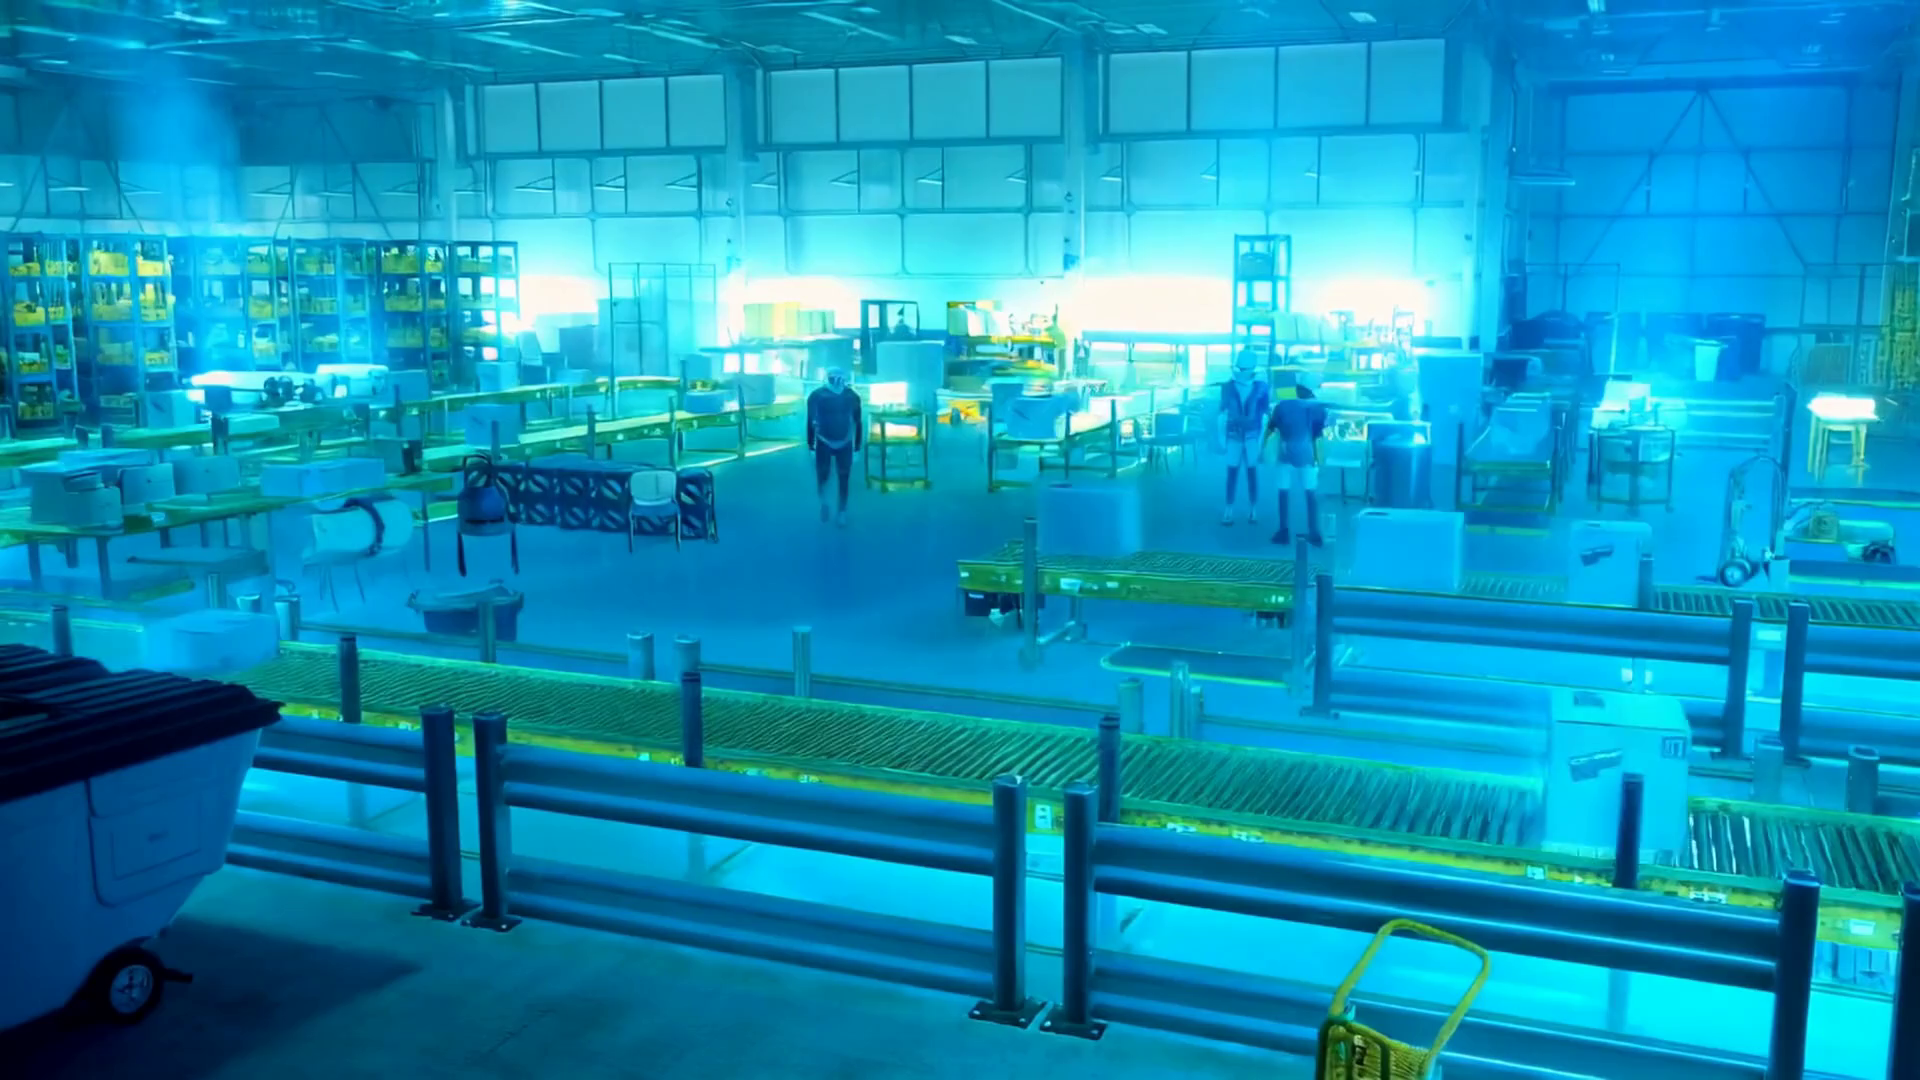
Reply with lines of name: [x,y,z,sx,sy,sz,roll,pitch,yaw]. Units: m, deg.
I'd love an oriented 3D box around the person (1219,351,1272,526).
person: [3.319,-1.179,19.420,0.605,2.045,0.377,2,10,15]

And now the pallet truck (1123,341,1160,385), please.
pallet truck: [4.445,-4.380,41.279,0.680,1.201,1.601,4,10,22]

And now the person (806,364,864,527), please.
person: [-1.445,-1.091,19.332,0.675,1.891,0.428,-1,9,-8]

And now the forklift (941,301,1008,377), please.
forklift: [0.365,-4.966,41.571,1.157,1.987,2.680,3,10,20]

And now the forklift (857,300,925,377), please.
forklift: [-1.732,-5.109,42.468,1.157,1.987,2.680,4,10,22]

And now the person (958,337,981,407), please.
person: [0.204,-3.653,35.329,0.852,1.725,0.551,-2,10,-11]

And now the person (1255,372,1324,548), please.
person: [3.580,-0.857,17.903,0.751,1.908,0.639,1,9,5]

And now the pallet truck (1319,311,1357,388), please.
pallet truck: [9.071,-4.419,39.190,0.823,1.965,1.885,5,10,26]

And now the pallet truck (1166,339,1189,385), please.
pallet truck: [5.418,-4.269,40.420,0.704,1.261,1.522,3,10,20]

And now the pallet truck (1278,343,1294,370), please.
pallet truck: [7.886,-4.163,39.743,0.653,1.274,1.630,4,10,22]

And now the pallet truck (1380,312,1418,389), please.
pallet truck: [10.207,-4.283,38.369,0.823,1.965,1.885,3,10,20]

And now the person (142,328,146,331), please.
person: [-18.255,-4.069,37.230,0.941,1.953,0.639,-8,12,-40]
